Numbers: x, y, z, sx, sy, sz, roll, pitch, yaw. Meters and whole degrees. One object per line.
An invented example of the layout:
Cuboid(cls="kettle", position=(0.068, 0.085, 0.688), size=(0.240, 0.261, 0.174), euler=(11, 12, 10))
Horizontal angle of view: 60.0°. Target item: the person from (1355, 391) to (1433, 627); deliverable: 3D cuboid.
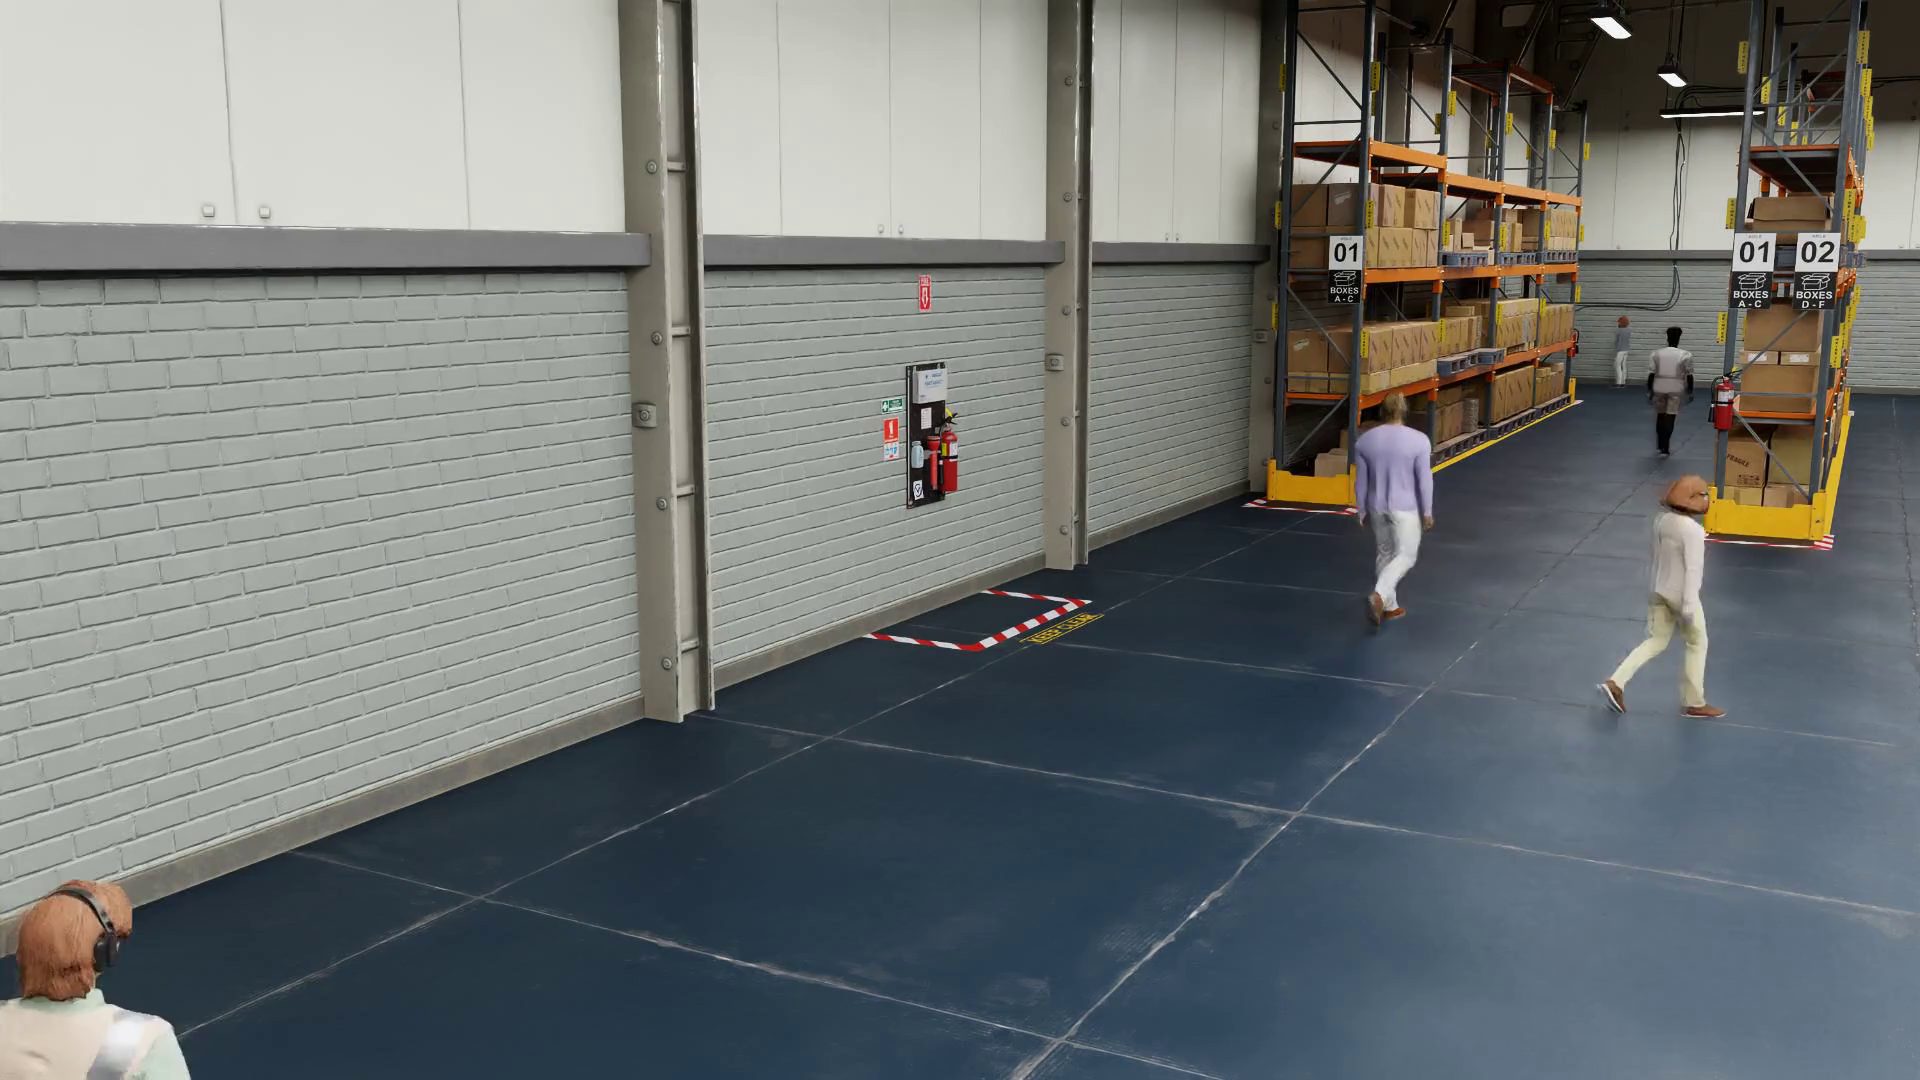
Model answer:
Cuboid(cls="person", position=(3.458, -0.240, 13.401), size=(0.636, 1.921, 0.792), euler=(8, 13, 41))

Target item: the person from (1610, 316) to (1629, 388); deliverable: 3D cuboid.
Cuboid(cls="person", position=(15.065, -4.273, 37.885), size=(0.537, 1.629, 0.290), euler=(-9, 13, -43))

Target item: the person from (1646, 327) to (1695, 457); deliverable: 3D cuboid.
Cuboid(cls="person", position=(10.723, -2.239, 25.057), size=(0.618, 1.933, 0.855), euler=(8, 12, 39))

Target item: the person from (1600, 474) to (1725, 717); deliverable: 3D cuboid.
Cuboid(cls="person", position=(4.582, 0.365, 10.767), size=(0.752, 1.608, 0.504), euler=(-1, 10, -6))

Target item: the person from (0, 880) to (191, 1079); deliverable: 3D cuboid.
Cuboid(cls="person", position=(-1.968, 1.557, 3.833), size=(0.541, 1.590, 0.875), euler=(2, 10, 13))
